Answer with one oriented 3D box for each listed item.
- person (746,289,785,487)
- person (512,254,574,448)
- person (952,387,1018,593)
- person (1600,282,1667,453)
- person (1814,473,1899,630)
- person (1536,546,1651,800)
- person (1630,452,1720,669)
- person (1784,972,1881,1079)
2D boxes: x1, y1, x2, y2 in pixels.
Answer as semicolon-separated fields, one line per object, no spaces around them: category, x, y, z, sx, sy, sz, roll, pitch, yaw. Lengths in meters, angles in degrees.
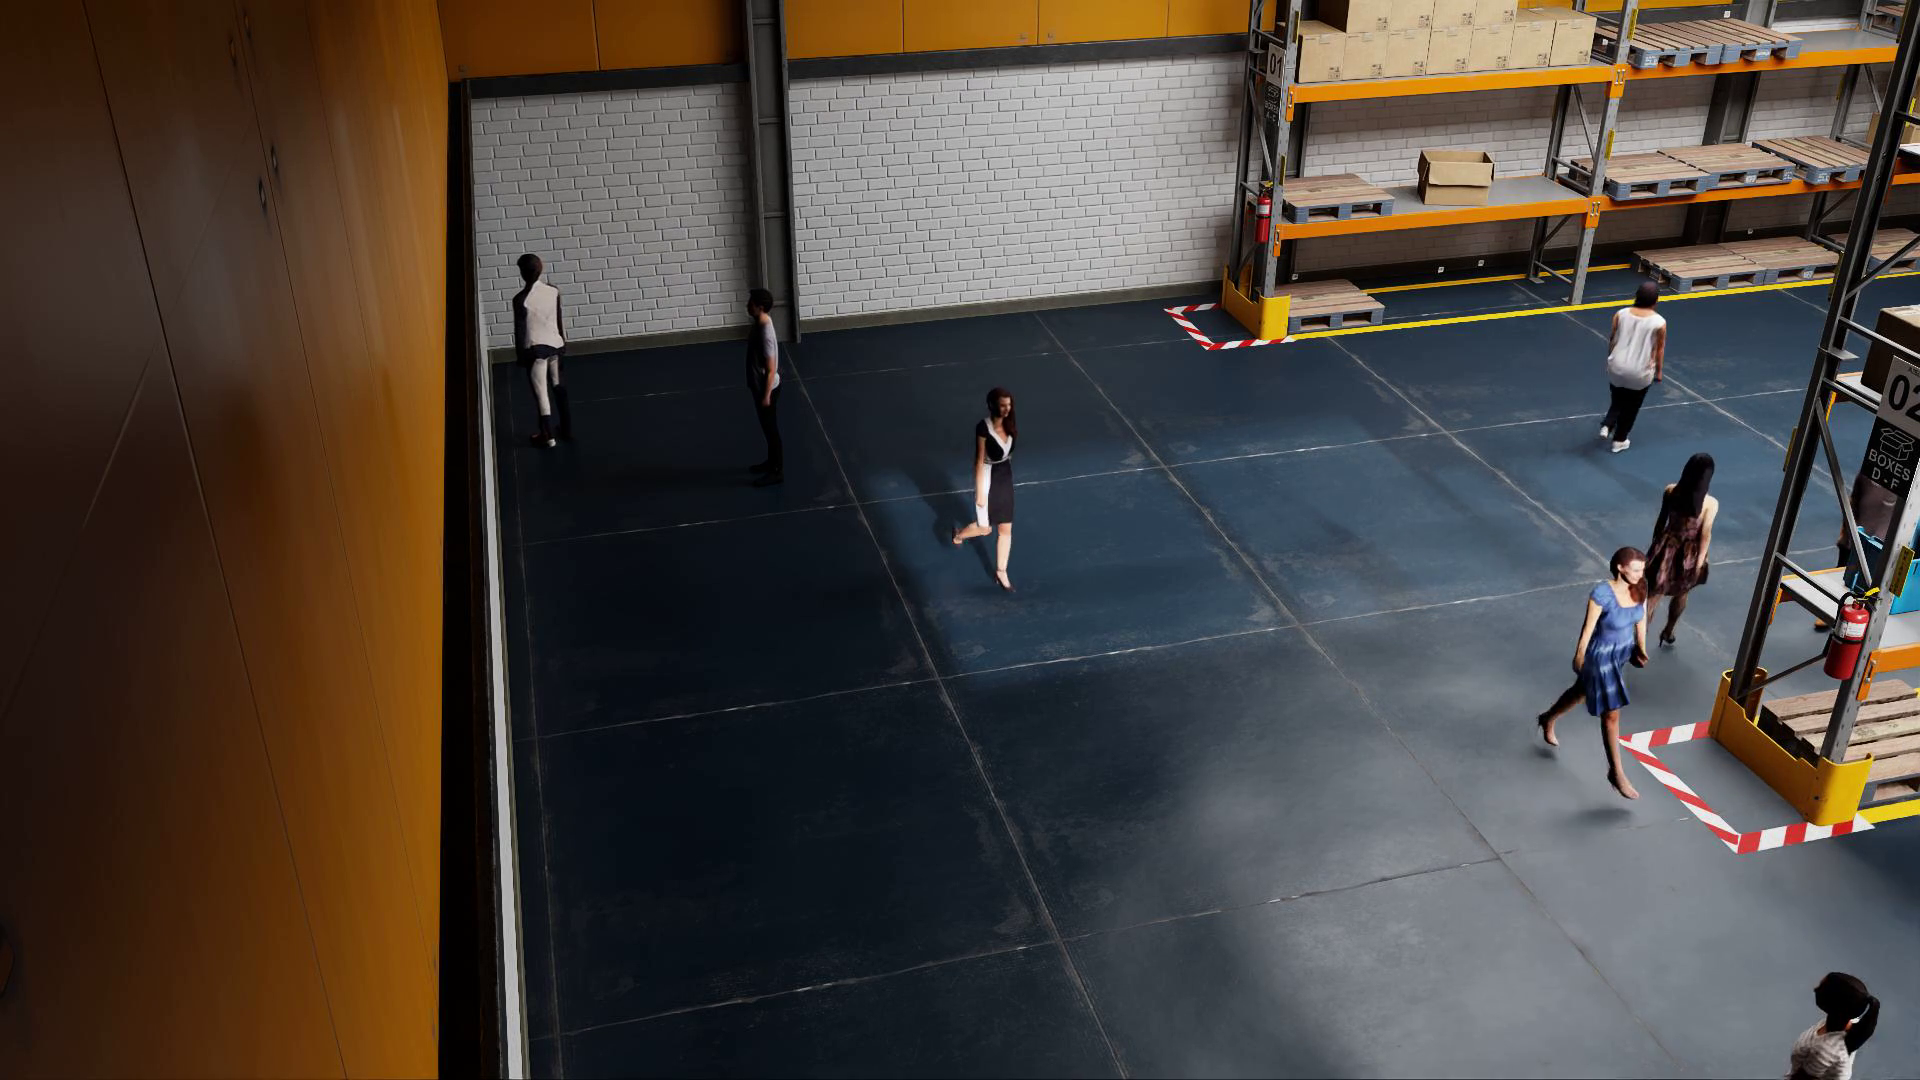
person;-1.778;-1.413;15.258;0.560;1.863;0.674;-5;29;-9
person;-4.009;-1.821;15.979;0.835;1.890;0.720;24;37;37
person;0.210;-0.440;13.562;0.959;1.779;1.007;25;37;38
person;6.368;-1.627;15.846;0.753;1.675;0.743;-20;34;-32
person;7.046;-0.019;12.866;0.688;1.707;0.702;-21;35;-33
person;4.311;0.815;11.288;1.169;1.753;0.931;-17;33;-28
person;5.317;0.191;12.443;1.029;1.743;1.208;22;35;34
person;4.102;2.771;7.876;1.033;1.588;1.061;21;35;33
